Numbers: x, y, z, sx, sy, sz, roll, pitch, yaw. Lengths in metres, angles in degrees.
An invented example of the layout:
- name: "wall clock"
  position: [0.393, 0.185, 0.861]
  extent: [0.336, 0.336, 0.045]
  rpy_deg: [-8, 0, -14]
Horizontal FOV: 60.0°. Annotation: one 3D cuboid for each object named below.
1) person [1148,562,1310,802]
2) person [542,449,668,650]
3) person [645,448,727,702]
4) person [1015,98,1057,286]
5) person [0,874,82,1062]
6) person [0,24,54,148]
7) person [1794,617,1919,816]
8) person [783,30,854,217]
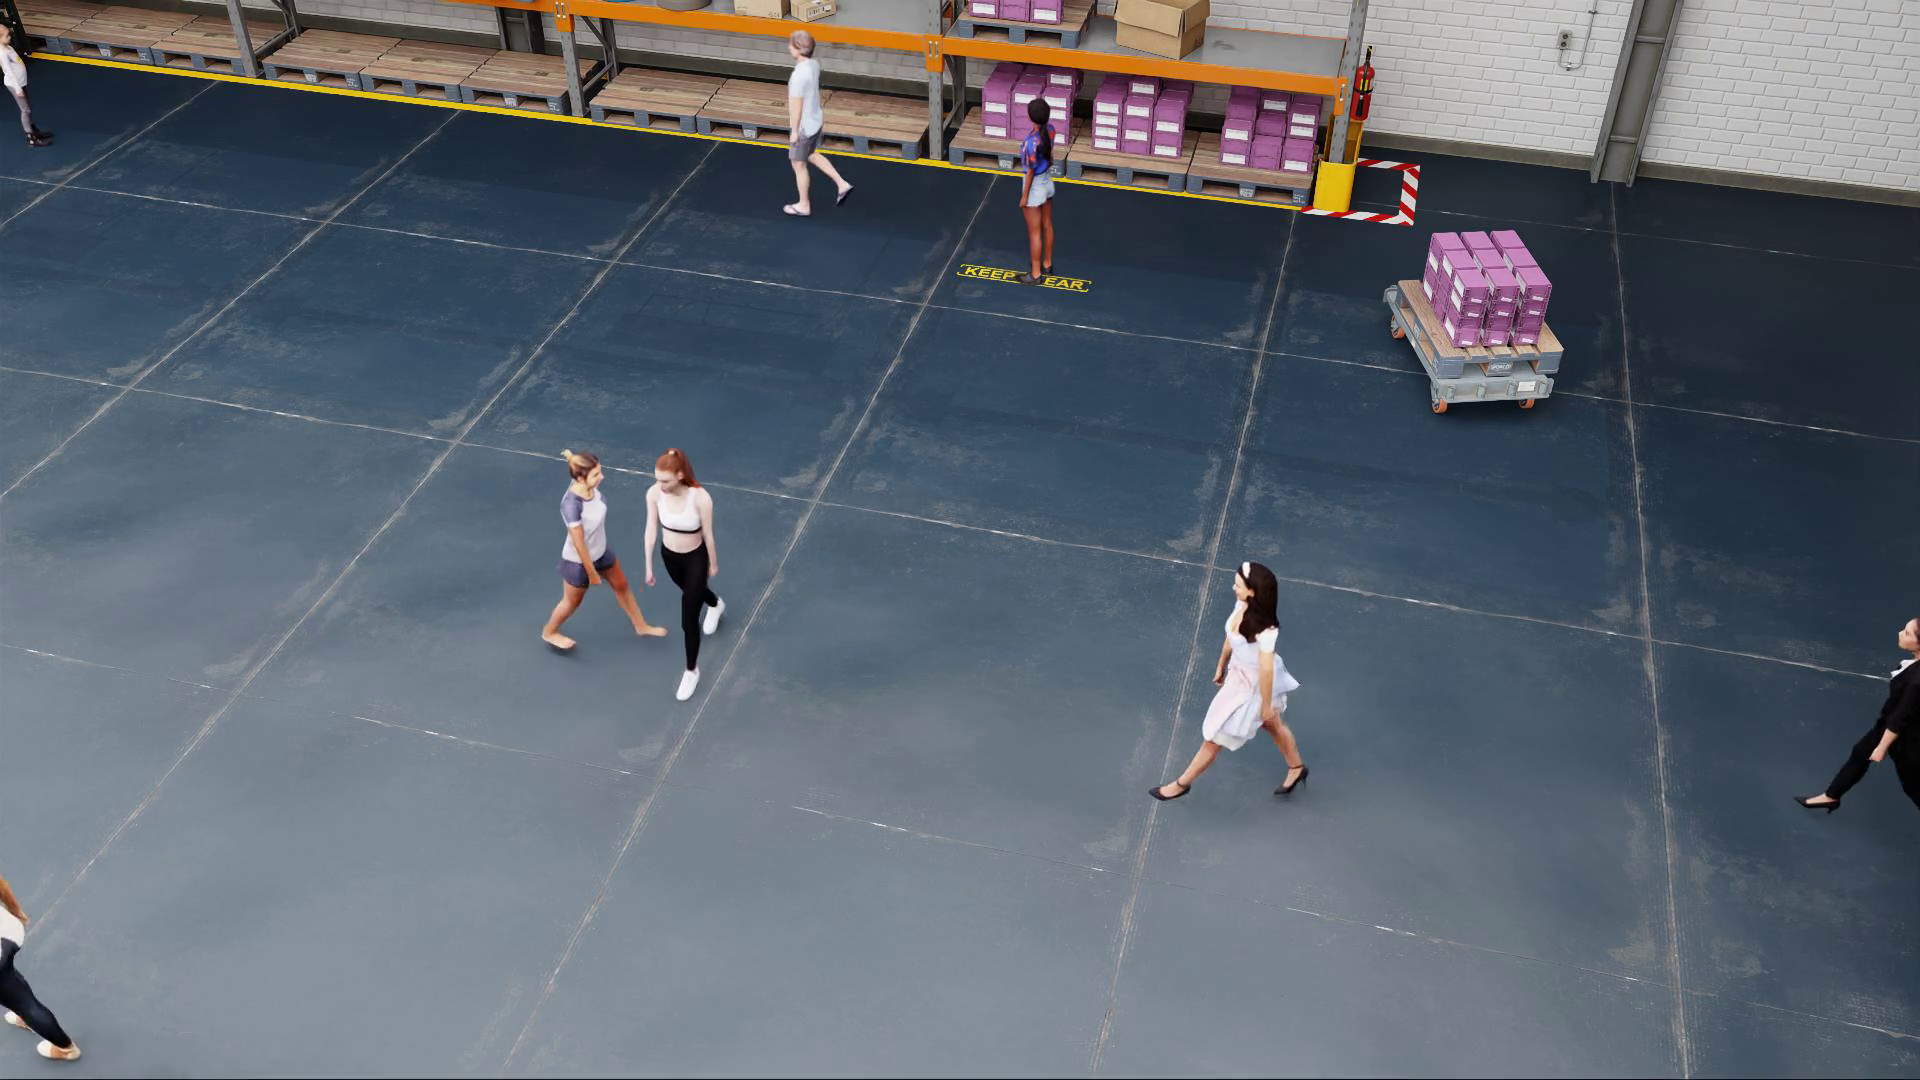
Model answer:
- name: "person"
  position: [1.780, 0.880, 9.702]
  extent: [1.302, 1.741, 0.968]
  rpy_deg: [-6, 39, -8]
- name: "person"
  position: [-2.499, 0.095, 10.822]
  extent: [1.055, 1.570, 0.640]
  rpy_deg: [7, 39, 8]
- name: "person"
  position: [-1.735, 0.089, 10.714]
  extent: [1.056, 1.715, 0.685]
  rpy_deg: [11, 40, 13]
- name: "person"
  position: [0.694, -3.072, 14.649]
  extent: [0.617, 1.744, 0.646]
  rpy_deg: [22, 44, 25]
- name: "person"
  position: [-4.727, 2.034, 8.235]
  extent: [0.756, 1.768, 0.619]
  rpy_deg: [6, 39, 8]
- name: "person"
  position: [-9.662, -4.662, 17.014]
  extent: [0.633, 1.277, 0.585]
  rpy_deg: [-14, 41, -17]
- name: "person"
  position: [5.485, 1.167, 9.459]
  extent: [1.206, 1.596, 0.857]
  rpy_deg: [24, 44, 27]
- name: "person"
  position: [-1.367, -3.874, 15.595]
  extent: [0.889, 1.815, 0.650]
  rpy_deg: [8, 39, 10]
